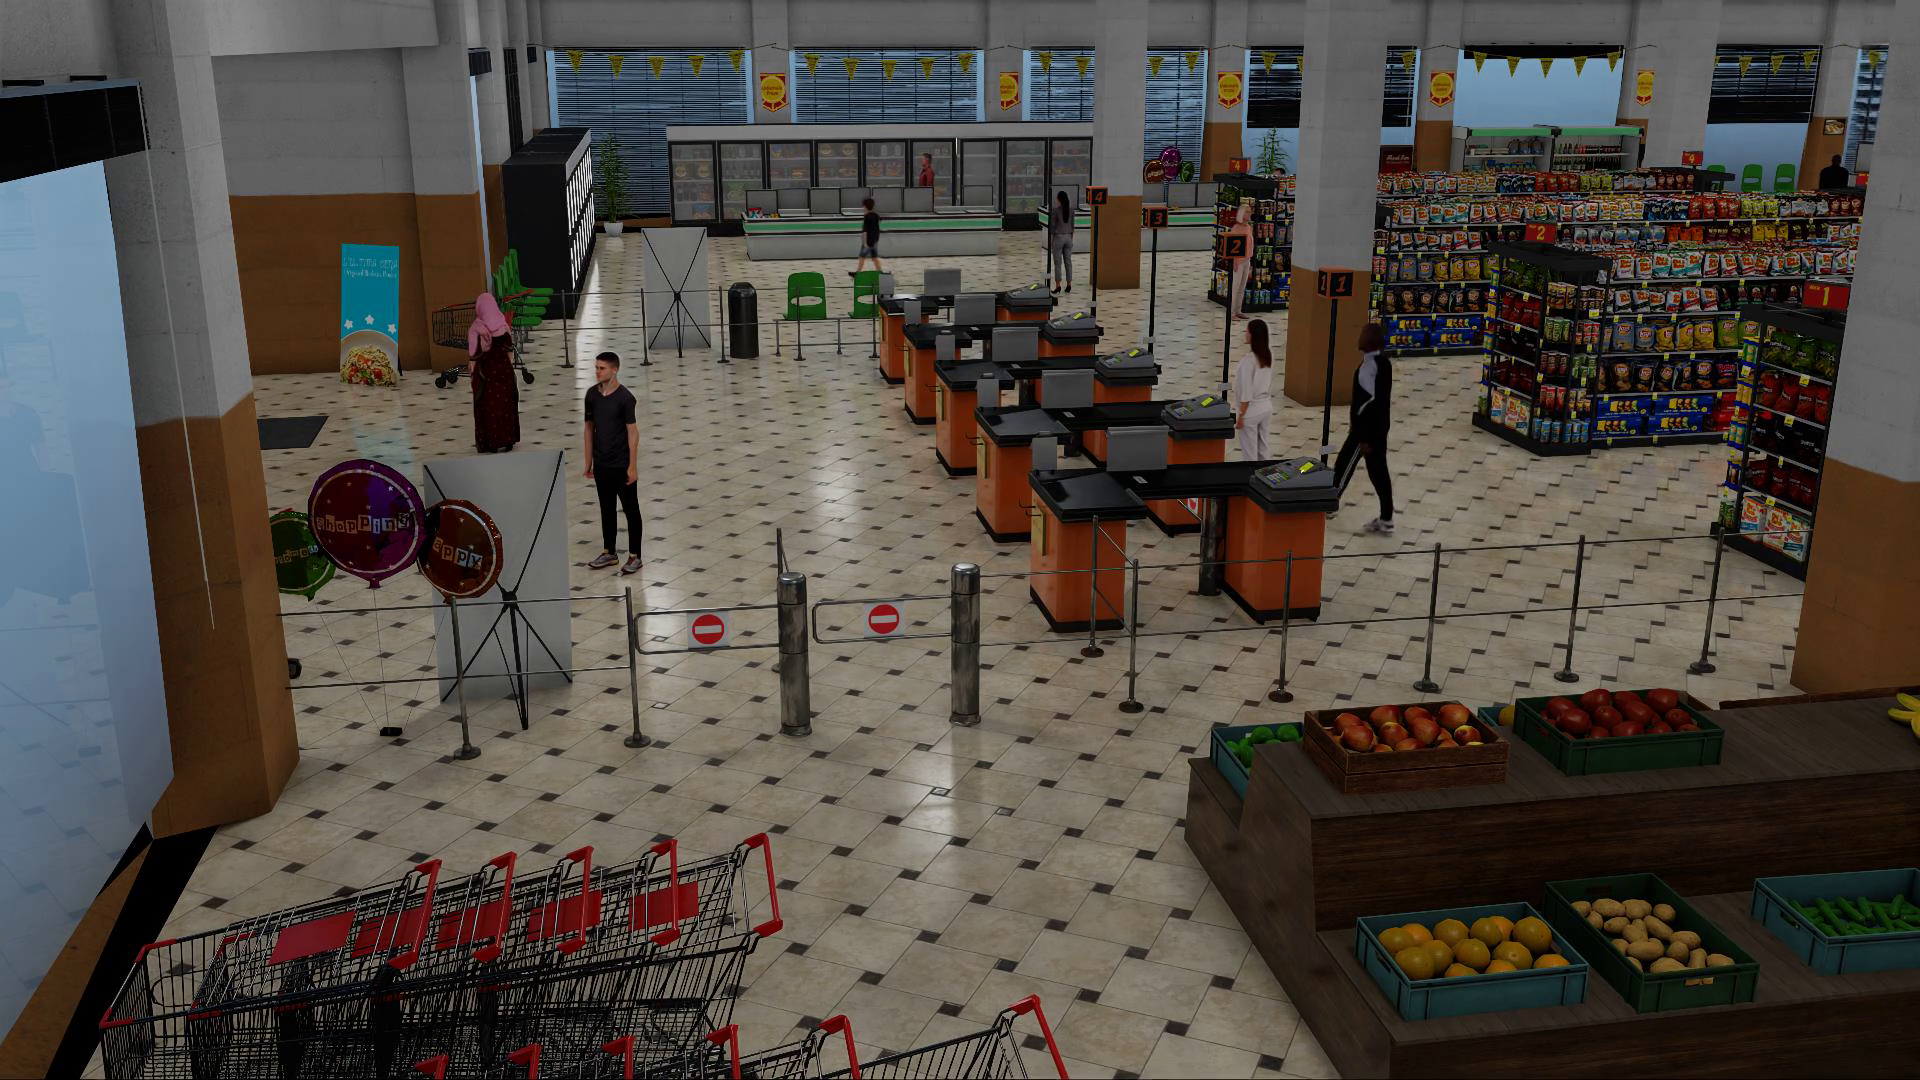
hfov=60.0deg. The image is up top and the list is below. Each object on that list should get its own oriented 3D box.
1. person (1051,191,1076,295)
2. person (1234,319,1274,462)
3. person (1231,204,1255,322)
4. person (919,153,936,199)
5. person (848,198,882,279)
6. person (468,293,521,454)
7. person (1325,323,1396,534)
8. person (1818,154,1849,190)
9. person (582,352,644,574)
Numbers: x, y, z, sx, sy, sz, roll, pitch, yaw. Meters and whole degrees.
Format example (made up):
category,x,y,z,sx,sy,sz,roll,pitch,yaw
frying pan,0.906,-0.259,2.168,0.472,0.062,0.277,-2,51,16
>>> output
category,x,y,z,sx,sy,sz,roll,pitch,yaw
person,1.685,-4.913,27.460,0.610,1.678,0.740,-8,19,-25
person,2.673,-1.168,15.108,0.742,1.688,0.660,14,22,39
person,4.215,-4.175,24.948,0.742,1.725,0.657,15,22,40
person,-0.662,-6.975,33.986,0.557,1.831,0.692,-2,17,-6
person,-1.502,-5.142,28.659,0.954,1.419,0.910,12,21,35
person,-4.778,-1.714,16.990,0.698,1.639,0.814,-12,21,-35
person,3.557,-0.923,14.110,1.117,1.800,1.113,15,22,40
person,17.720,-6.925,33.847,0.785,1.818,0.826,13,21,37
person,-2.731,-0.618,13.167,0.672,1.763,0.779,8,19,24
